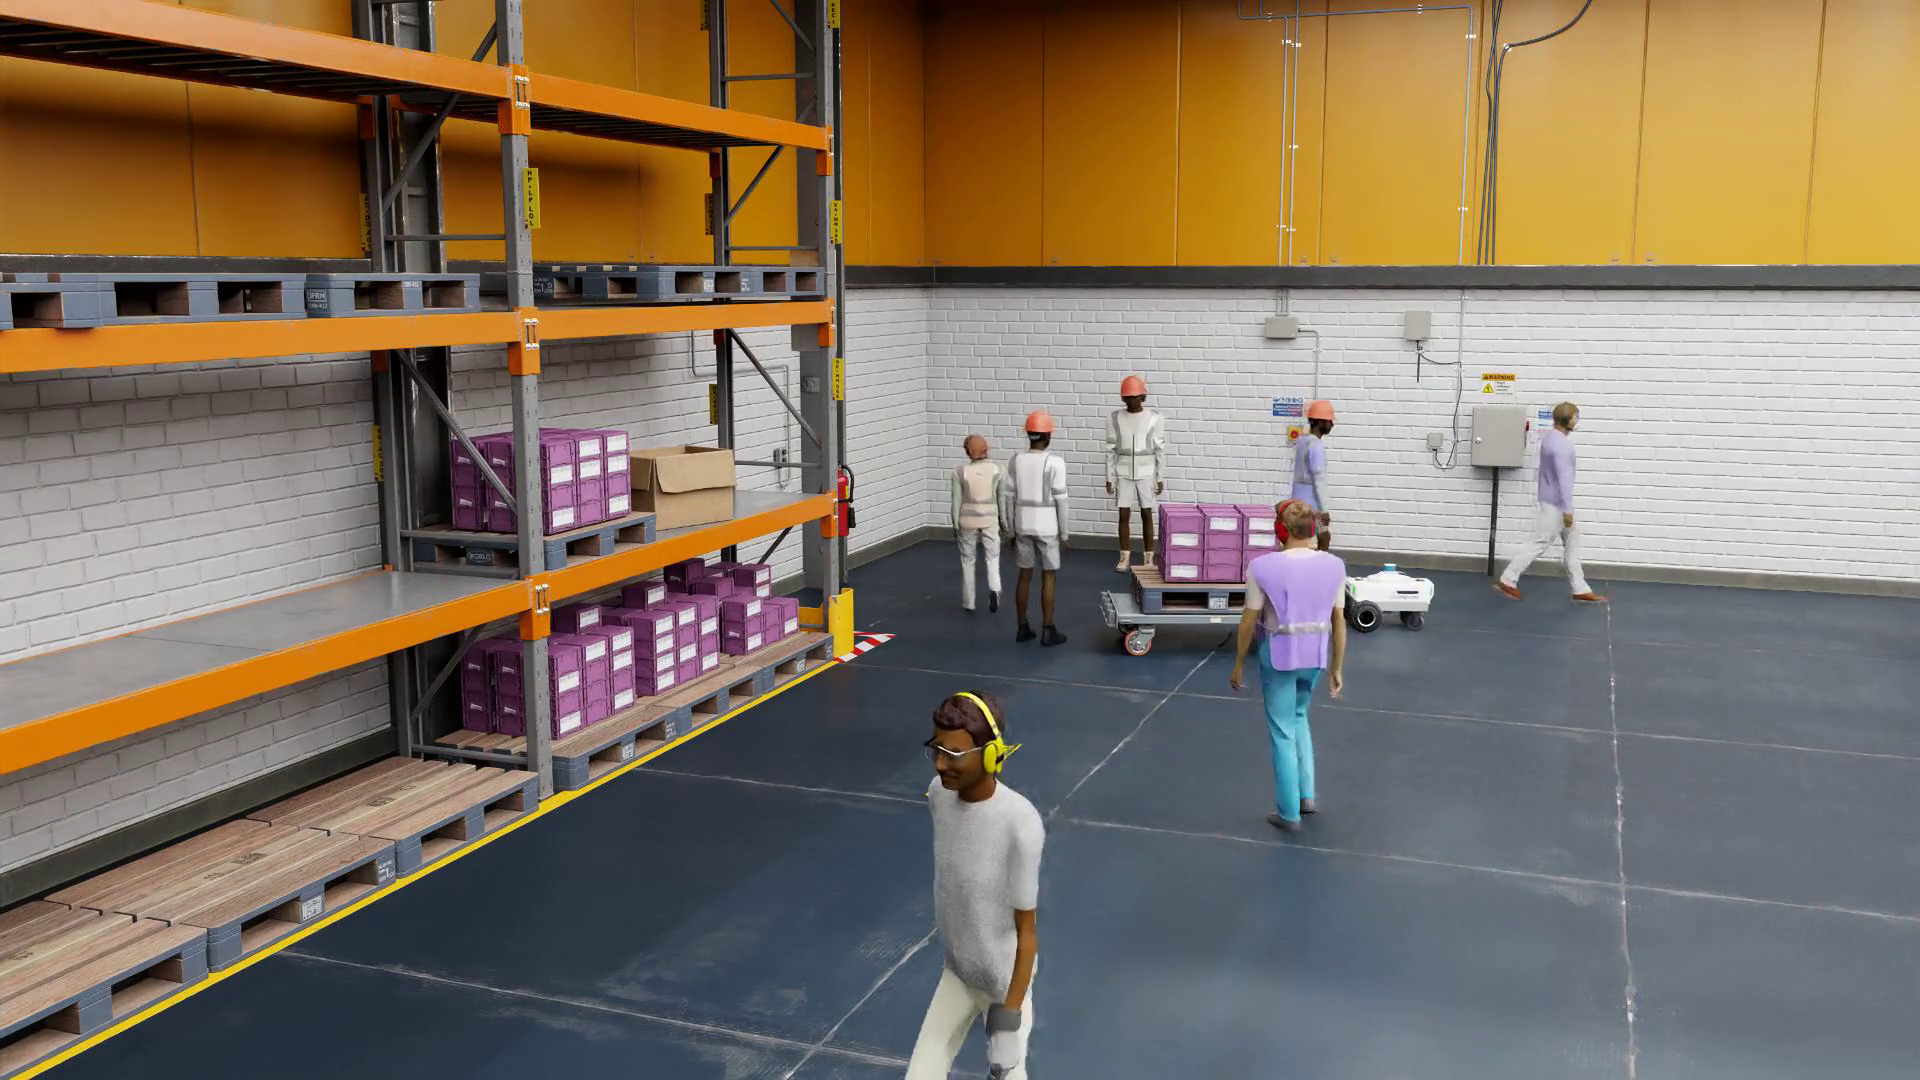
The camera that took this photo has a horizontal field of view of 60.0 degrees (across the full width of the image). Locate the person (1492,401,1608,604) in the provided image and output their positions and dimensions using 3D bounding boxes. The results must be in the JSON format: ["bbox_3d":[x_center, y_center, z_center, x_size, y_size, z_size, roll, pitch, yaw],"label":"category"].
[{"bbox_3d":[5.461,-0.343,15.348,1.010,1.898,0.647,2,9,14],"label":"person"}]

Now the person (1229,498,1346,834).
[{"bbox_3d":[1.791,0.684,9.109,0.571,1.826,0.510,-3,10,-20],"label":"person"}]

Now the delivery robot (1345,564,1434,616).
[{"bbox_3d":[3.685,0.446,14.271,0.707,0.478,0.477,0,9,3],"label":"delivery robot"}]

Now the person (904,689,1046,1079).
[{"bbox_3d":[0.036,1.337,4.930,0.640,1.840,0.562,-8,12,-40],"label":"person"}]

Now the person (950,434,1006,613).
[{"bbox_3d":[0.174,-0.134,14.842,0.526,1.618,0.609,-1,9,-9],"label":"person"}]

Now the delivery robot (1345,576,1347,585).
[{"bbox_3d":[3.008,0.398,14.576,0.707,0.478,0.477,6,11,33],"label":"delivery robot"}]

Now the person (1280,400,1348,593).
[{"bbox_3d":[3.201,-0.368,15.519,0.971,1.893,0.543,0,9,0],"label":"person"}]

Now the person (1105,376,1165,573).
[{"bbox_3d":[1.771,-0.655,16.913,0.606,2.027,0.441,2,9,14],"label":"person"}]

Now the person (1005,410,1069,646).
[{"bbox_3d":[0.650,-0.101,13.675,0.552,1.935,0.368,5,10,30],"label":"person"}]
